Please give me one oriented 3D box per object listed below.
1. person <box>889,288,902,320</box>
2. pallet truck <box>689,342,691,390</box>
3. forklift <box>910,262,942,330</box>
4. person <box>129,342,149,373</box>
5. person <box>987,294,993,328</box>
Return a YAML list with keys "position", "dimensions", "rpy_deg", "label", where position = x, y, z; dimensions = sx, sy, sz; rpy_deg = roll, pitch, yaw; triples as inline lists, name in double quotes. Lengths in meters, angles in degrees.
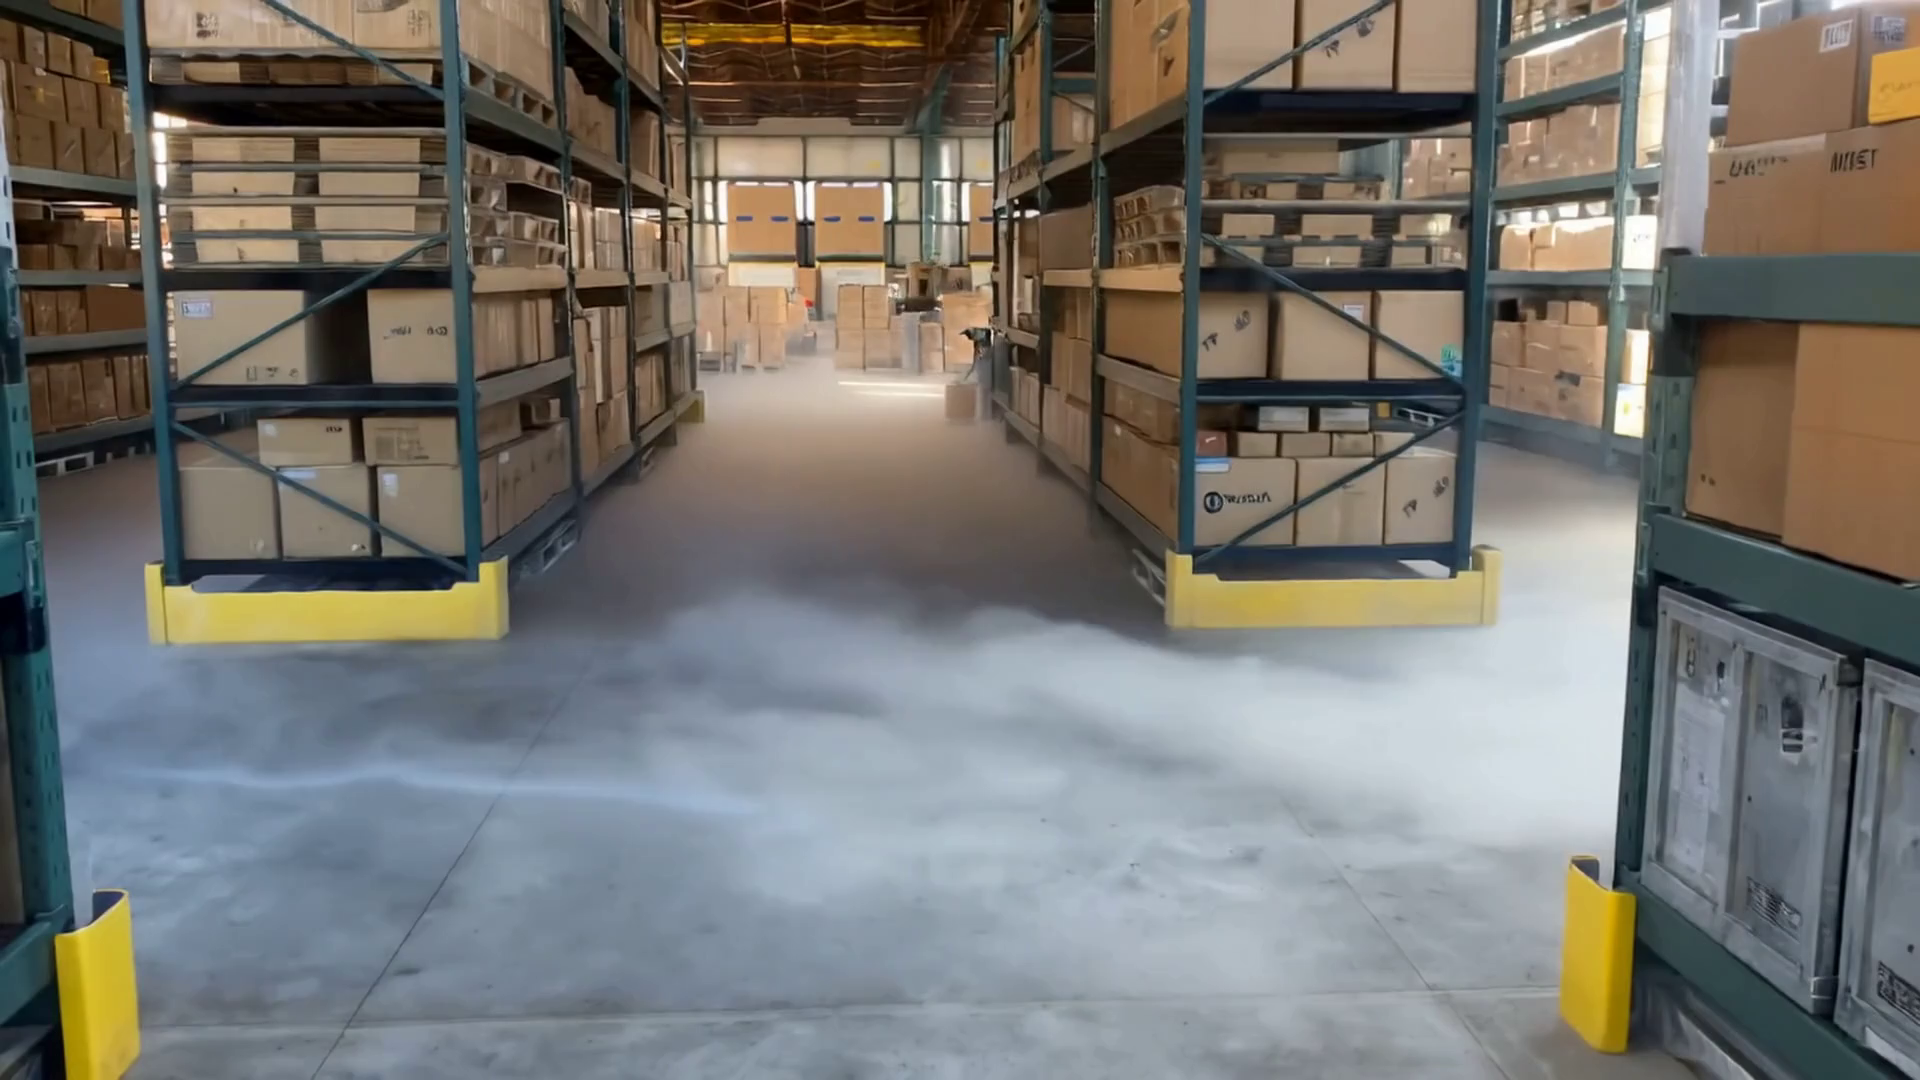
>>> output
- position: [-2.311, -7.828, 57.979]
  dimensions: [0.634, 1.930, 0.384]
  rpy_deg: [3, 10, 19]
  label: "person"
- position: [-5.225, -3.008, 27.480]
  dimensions: [1.885, 1.965, 0.823]
  rpy_deg: [2, 9, 14]
  label: "pallet truck"
- position: [-1.289, -8.359, 58.319]
  dimensions: [1.129, 2.768, 1.873]
  rpy_deg: [-9, 12, -43]
  label: "forklift"
- position: [-13.646, -3.079, 27.965]
  dimensions: [0.623, 1.982, 0.407]
  rpy_deg: [-1, 9, -8]
  label: "person"
- position: [0.936, -5.550, 43.678]
  dimensions: [0.624, 1.930, 0.379]
  rpy_deg: [0, 9, -2]
  label: "person"
